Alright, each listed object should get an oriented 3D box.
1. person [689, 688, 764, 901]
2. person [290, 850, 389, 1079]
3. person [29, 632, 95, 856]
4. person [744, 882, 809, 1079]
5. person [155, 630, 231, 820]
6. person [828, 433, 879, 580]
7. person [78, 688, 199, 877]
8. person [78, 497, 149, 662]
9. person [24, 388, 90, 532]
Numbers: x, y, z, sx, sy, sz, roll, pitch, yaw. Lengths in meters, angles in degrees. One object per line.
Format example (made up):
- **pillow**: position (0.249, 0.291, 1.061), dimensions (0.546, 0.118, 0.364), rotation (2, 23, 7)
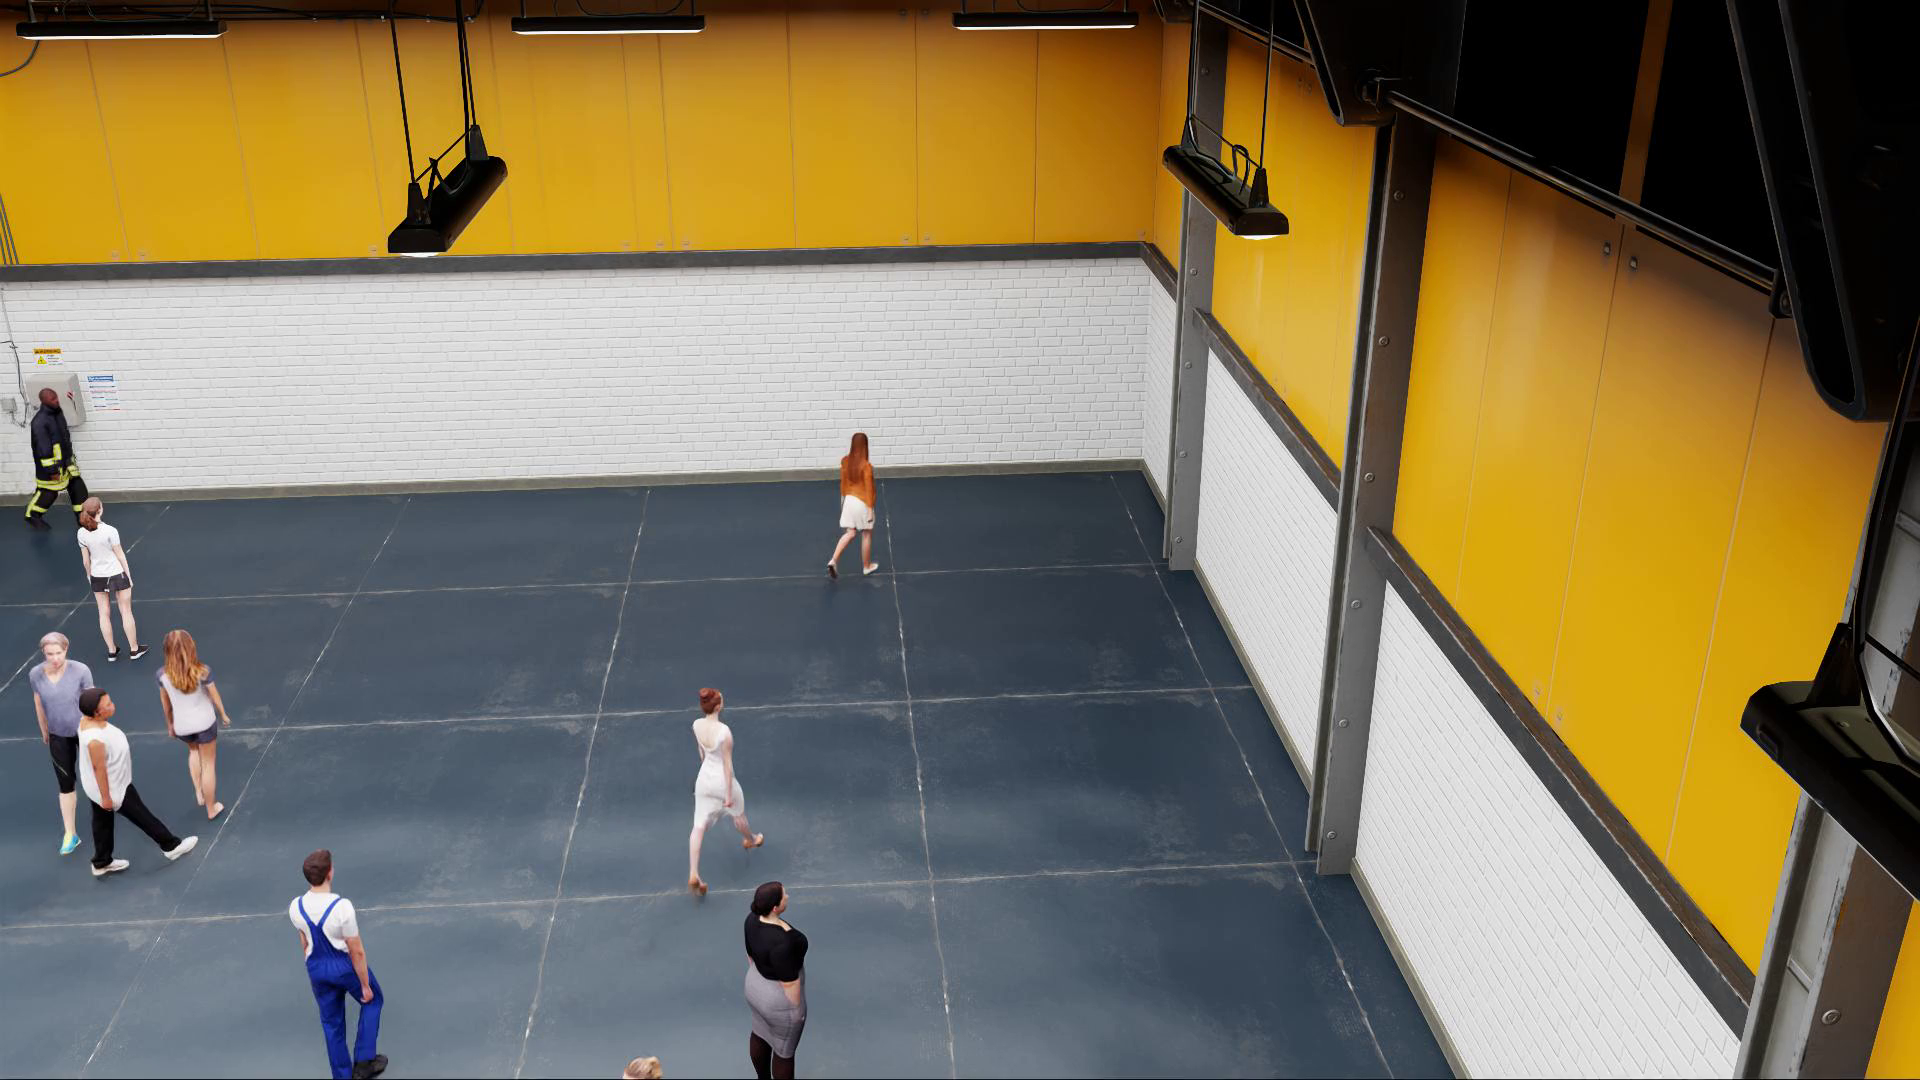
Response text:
- **person**: position (-1.992, 2.016, 13.101), dimensions (1.045, 1.735, 1.174), rotation (15, 28, 30)
- **person**: position (-4.139, 2.912, 10.919), dimensions (0.723, 1.840, 0.745), rotation (3, 24, 8)
- **person**: position (-7.382, 1.595, 13.940), dimensions (0.746, 1.833, 1.244), rotation (-3, 24, -7)
- **person**: position (-1.216, 2.986, 10.850), dimensions (0.833, 1.760, 0.737), rotation (-17, 29, -34)
- **person**: position (-6.498, 1.607, 14.063), dimensions (0.612, 1.712, 0.607), rotation (-1, 24, -2)
- **person**: position (-1.196, -0.346, 18.544), dimensions (0.976, 1.703, 1.067), rotation (16, 28, 33)
- **person**: position (-6.869, 1.968, 13.308), dimensions (1.034, 1.656, 1.084), rotation (-15, 28, -31)
- **person**: position (-8.598, 0.391, 16.794), dimensions (0.560, 1.752, 0.561), rotation (-3, 24, -7)
- **person**: position (-10.856, -0.933, 19.784), dimensions (0.973, 1.785, 1.181), rotation (3, 24, 8)
